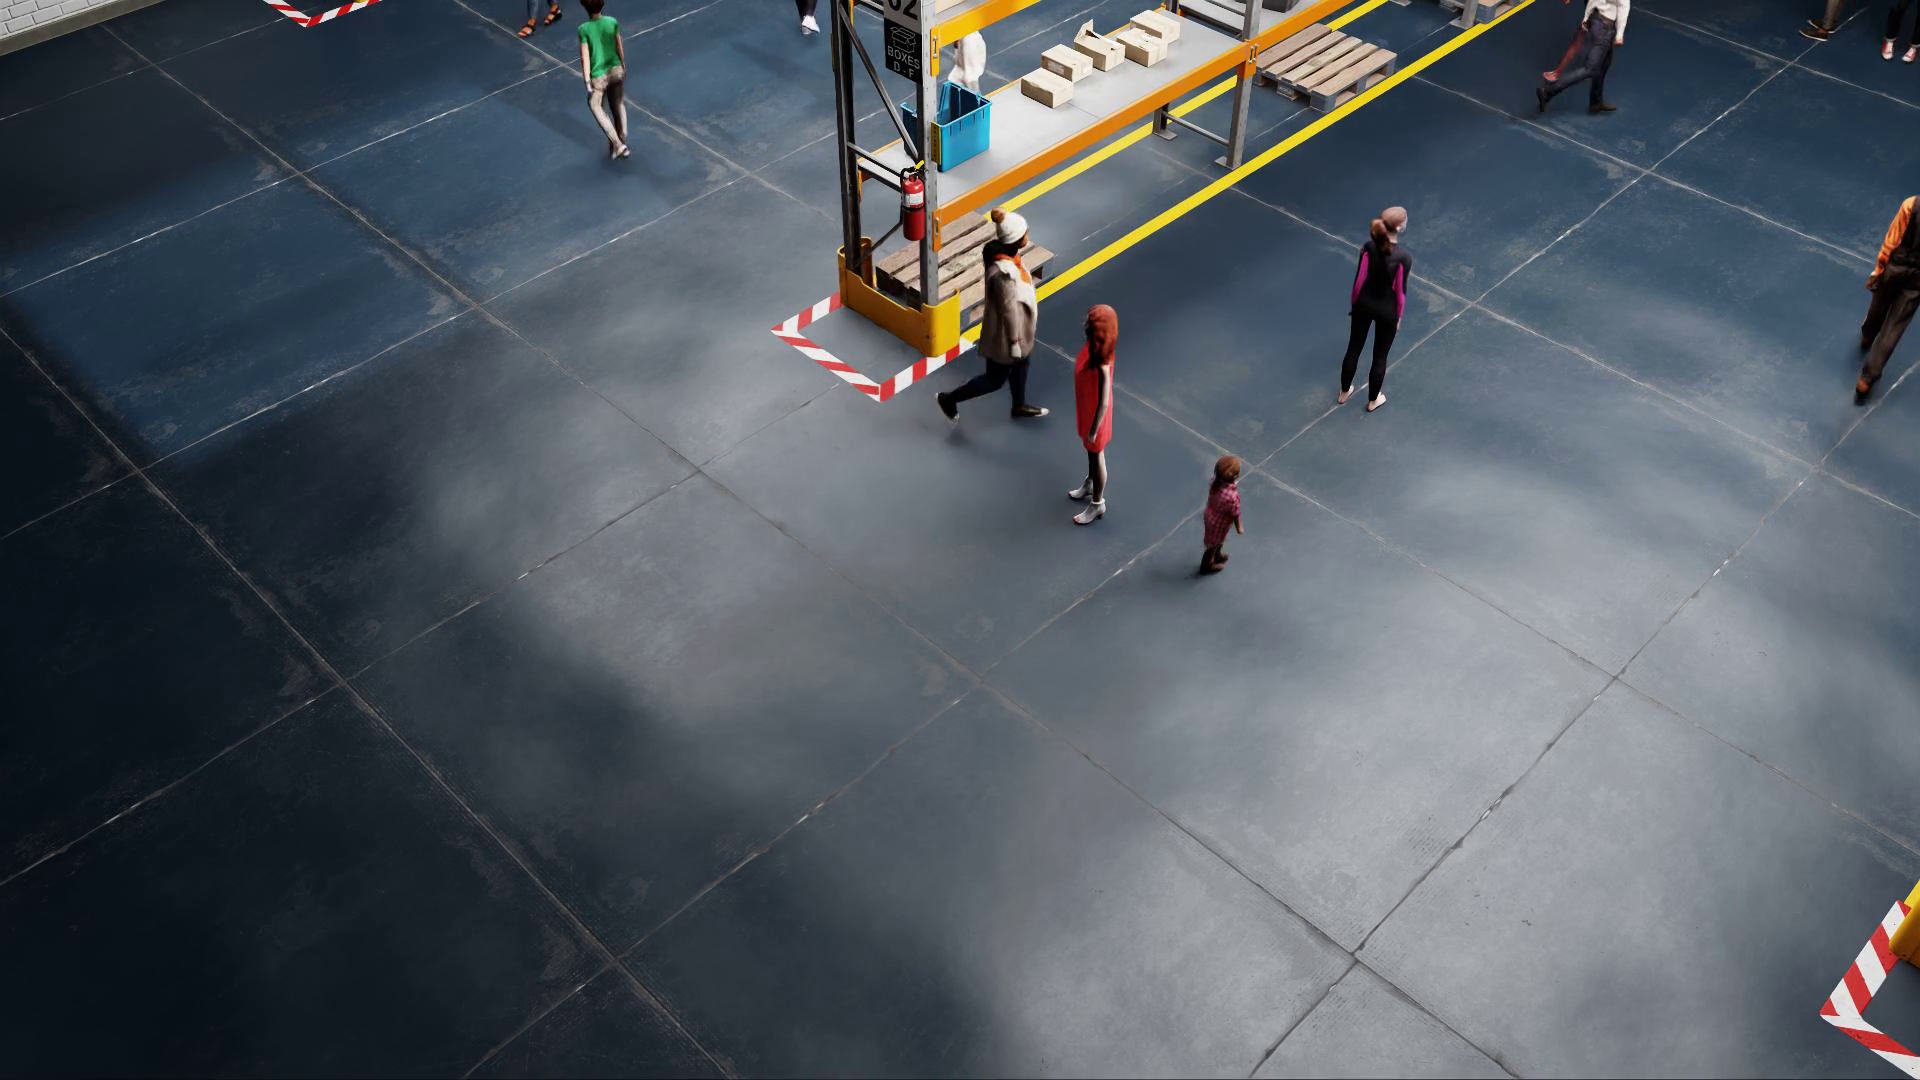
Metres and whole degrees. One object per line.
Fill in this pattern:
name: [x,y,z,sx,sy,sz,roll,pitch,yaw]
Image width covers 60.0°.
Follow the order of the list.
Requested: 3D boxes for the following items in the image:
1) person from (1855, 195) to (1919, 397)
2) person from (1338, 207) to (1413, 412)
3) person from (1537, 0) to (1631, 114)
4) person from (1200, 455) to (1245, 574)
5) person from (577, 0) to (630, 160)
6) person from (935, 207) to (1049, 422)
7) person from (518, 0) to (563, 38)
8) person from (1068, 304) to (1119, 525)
person: [7.252,-1.967,12.736,0.984,1.857,1.371,20,47,20]
person: [3.148,-1.747,12.585,0.601,1.747,0.579,22,48,22]
person: [6.013,-4.846,15.779,1.217,1.828,1.102,-3,44,-3]
person: [1.744,-0.153,11.444,0.561,1.013,0.515,-13,45,-13]
person: [-3.210,-4.238,15.277,0.725,1.640,0.728,-25,49,-24]
person: [0.232,-1.601,12.349,1.180,1.862,1.143,2,44,2]
person: [-4.388,-6.149,17.268,0.698,1.662,0.886,30,51,27]
person: [0.947,-0.890,11.627,0.703,1.828,0.655,-2,44,-2]
